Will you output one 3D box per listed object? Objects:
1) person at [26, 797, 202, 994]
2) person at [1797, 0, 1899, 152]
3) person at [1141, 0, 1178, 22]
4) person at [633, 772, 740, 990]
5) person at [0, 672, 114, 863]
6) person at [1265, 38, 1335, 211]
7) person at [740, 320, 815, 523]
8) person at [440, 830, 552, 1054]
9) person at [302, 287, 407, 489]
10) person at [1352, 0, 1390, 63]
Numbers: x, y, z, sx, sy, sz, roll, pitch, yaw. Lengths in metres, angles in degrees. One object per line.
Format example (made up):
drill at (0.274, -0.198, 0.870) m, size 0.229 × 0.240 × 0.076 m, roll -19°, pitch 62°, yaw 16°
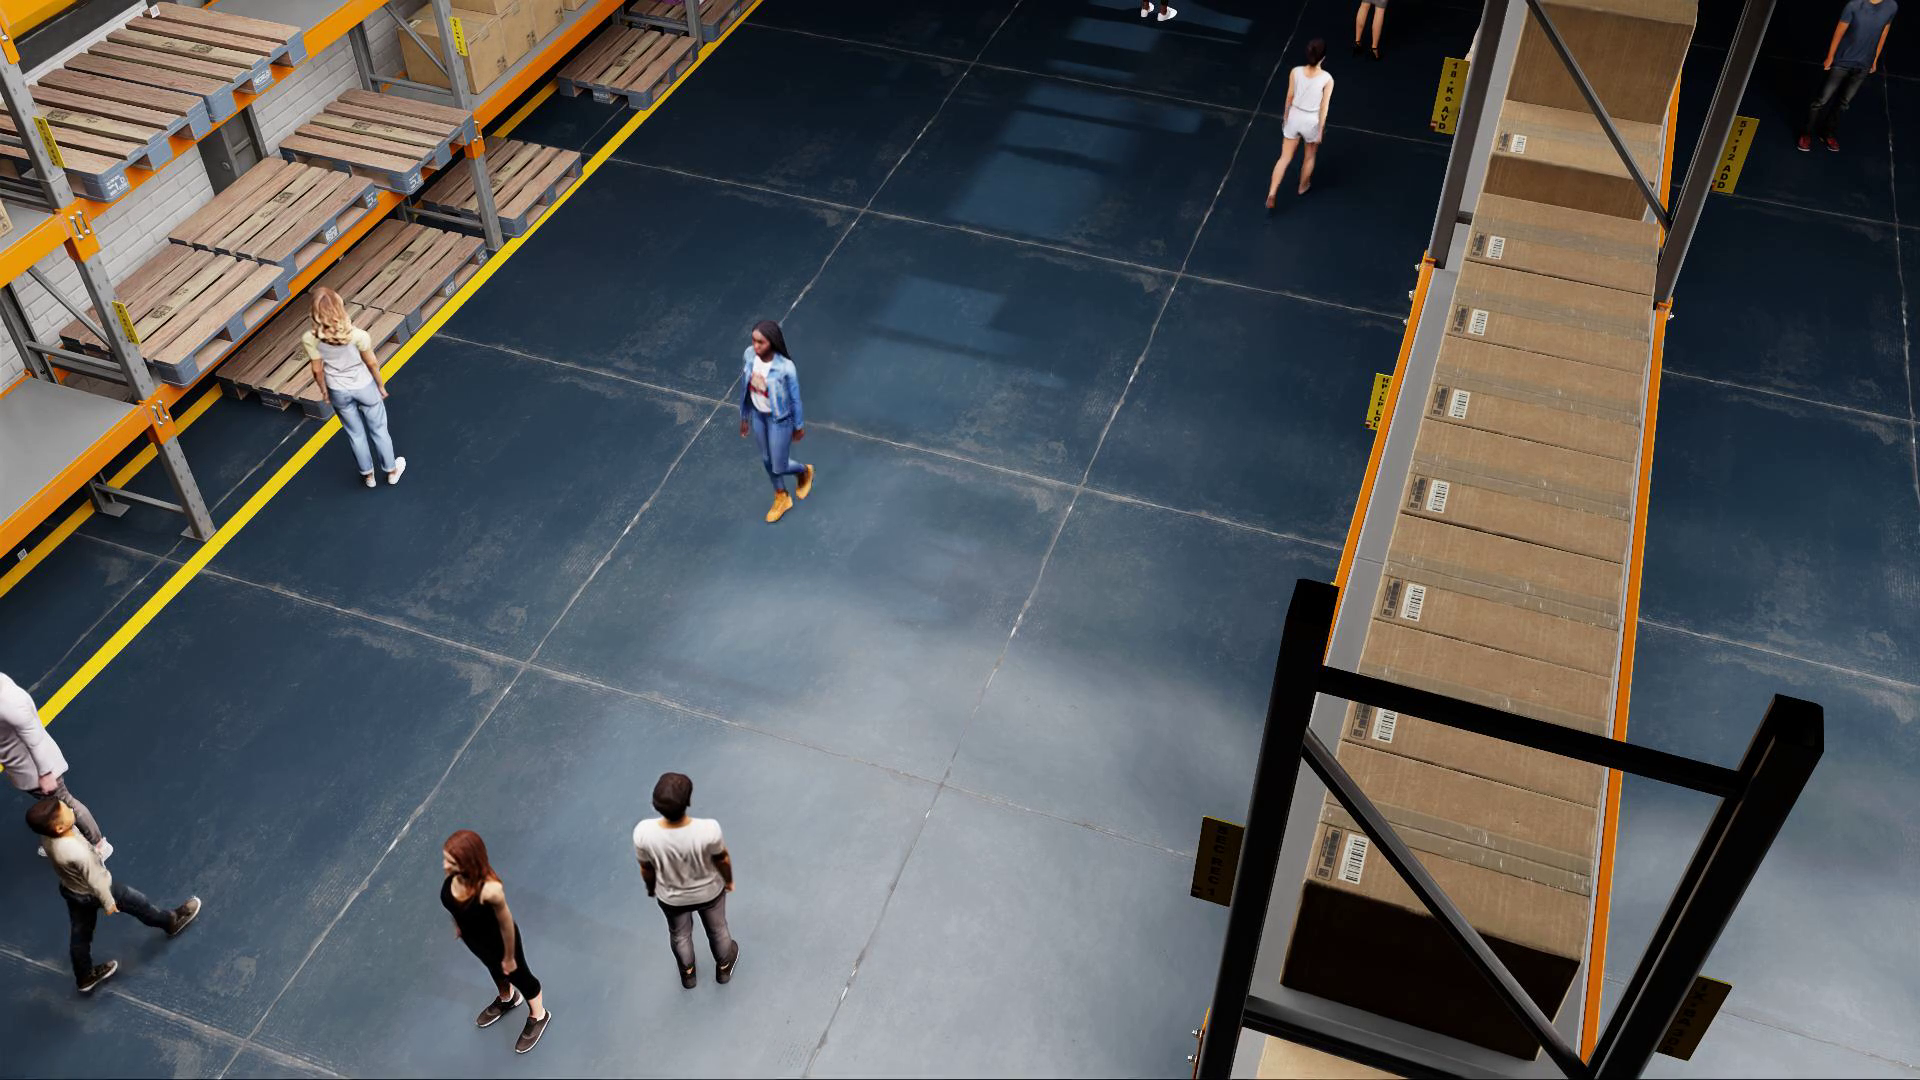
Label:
person at (-4.810, 1.943, 9.073) m, size 0.691 × 1.432 × 1.028 m, roll 24°, pitch 48°, yaw 23°
person at (8.341, -4.512, 15.575) m, size 0.710 × 1.810 × 0.662 m, roll 0°, pitch 44°, yaw 0°
person at (2.126, -6.364, 17.578) m, size 0.661 × 1.729 × 0.650 m, roll 24°, pitch 49°, yaw 23°
person at (-1.466, 1.846, 8.964) m, size 0.703 × 1.722 × 0.684 m, roll -4°, pitch 44°, yaw -4°
person at (-5.341, 1.233, 9.522) m, size 0.723 × 1.840 × 0.658 m, roll 26°, pitch 49°, yaw 25°
person at (3.045, -3.688, 14.874) m, size 0.674 × 1.584 × 1.015 m, roll 22°, pitch 48°, yaw 21°
person at (-1.278, -0.884, 11.847) m, size 0.703 × 1.699 × 0.781 m, roll 25°, pitch 49°, yaw 24°
person at (-2.458, 2.069, 8.728) m, size 0.621 × 1.726 × 0.591 m, roll 26°, pitch 49°, yaw 24°
person at (-4.392, -1.088, 12.044) m, size 0.711 × 1.723 × 0.719 m, roll -7°, pitch 44°, yaw -8°
person at (4.249, -5.740, 16.840) m, size 0.677 × 1.842 × 0.666 m, roll 32°, pitch 52°, yaw 29°
